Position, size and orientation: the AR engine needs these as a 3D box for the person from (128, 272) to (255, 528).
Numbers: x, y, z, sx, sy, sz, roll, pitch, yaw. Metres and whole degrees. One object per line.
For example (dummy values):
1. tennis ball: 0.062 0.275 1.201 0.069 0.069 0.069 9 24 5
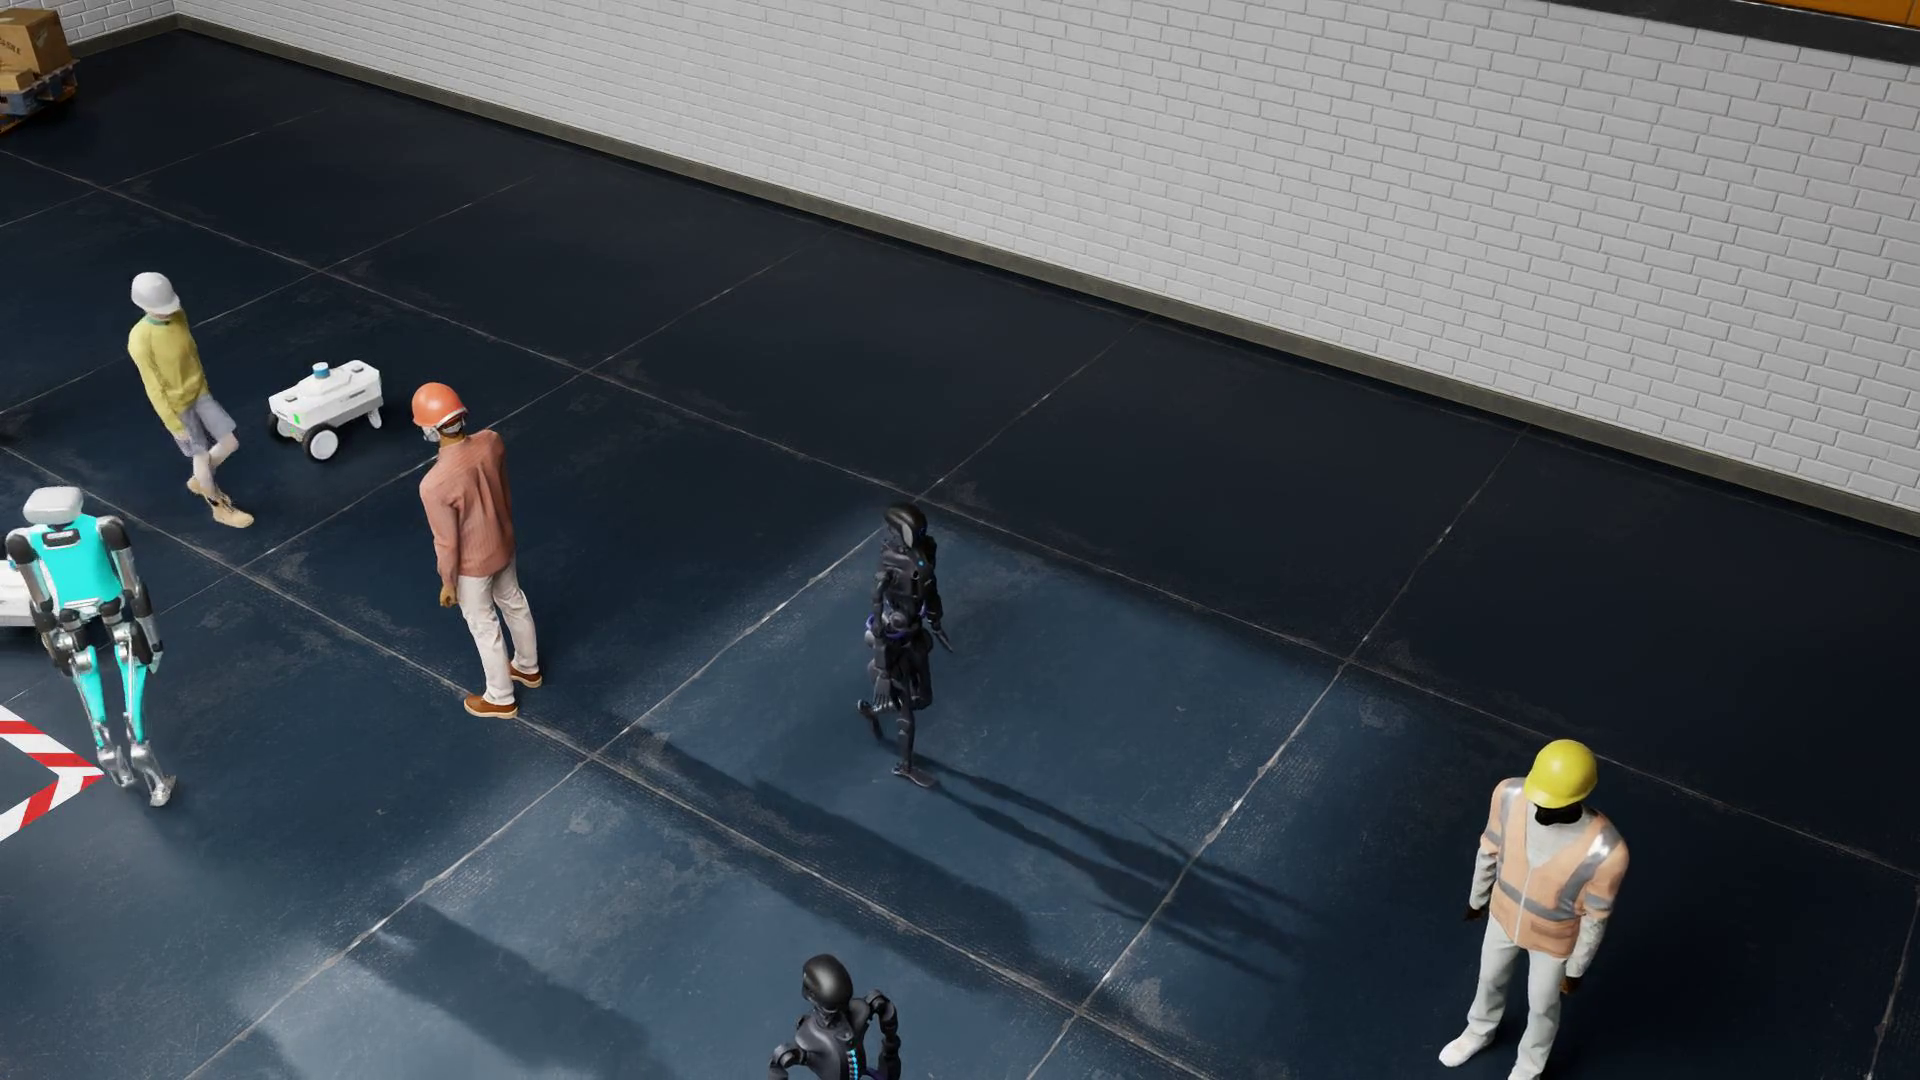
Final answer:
1. person: -4.672 -0.819 10.057 0.500 1.847 0.526 10 36 14

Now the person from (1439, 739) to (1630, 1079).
1. person: 2.273 1.530 6.647 0.410 1.918 0.579 -26 43 -32

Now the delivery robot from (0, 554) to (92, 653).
1. delivery robot: -5.312 0.319 9.532 0.738 0.563 0.499 1 35 2

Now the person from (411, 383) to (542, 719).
1. person: -2.532 0.069 8.671 0.398 1.984 0.611 13 37 18

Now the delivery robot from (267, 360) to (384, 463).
1. delivery robot: -4.327 -0.906 11.323 0.525 0.611 0.783 25 42 31

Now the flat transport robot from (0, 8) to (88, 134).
1. flat transport robot: -9.418 -4.241 16.323 0.659 0.231 1.431 6 35 8

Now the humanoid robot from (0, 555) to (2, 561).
1. humanoid robot: -6.124 -0.534 9.798 0.420 1.656 0.599 -4 35 -6

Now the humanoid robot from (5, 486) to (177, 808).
1. humanoid robot: -4.168 0.649 8.066 0.533 1.788 0.757 -8 36 -11

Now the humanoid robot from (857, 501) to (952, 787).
1. humanoid robot: -0.348 0.501 8.326 0.565 1.636 0.583 18 39 24

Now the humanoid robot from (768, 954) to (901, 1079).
1. humanoid robot: -0.442 2.115 6.009 0.602 1.651 0.339 -24 42 -30
